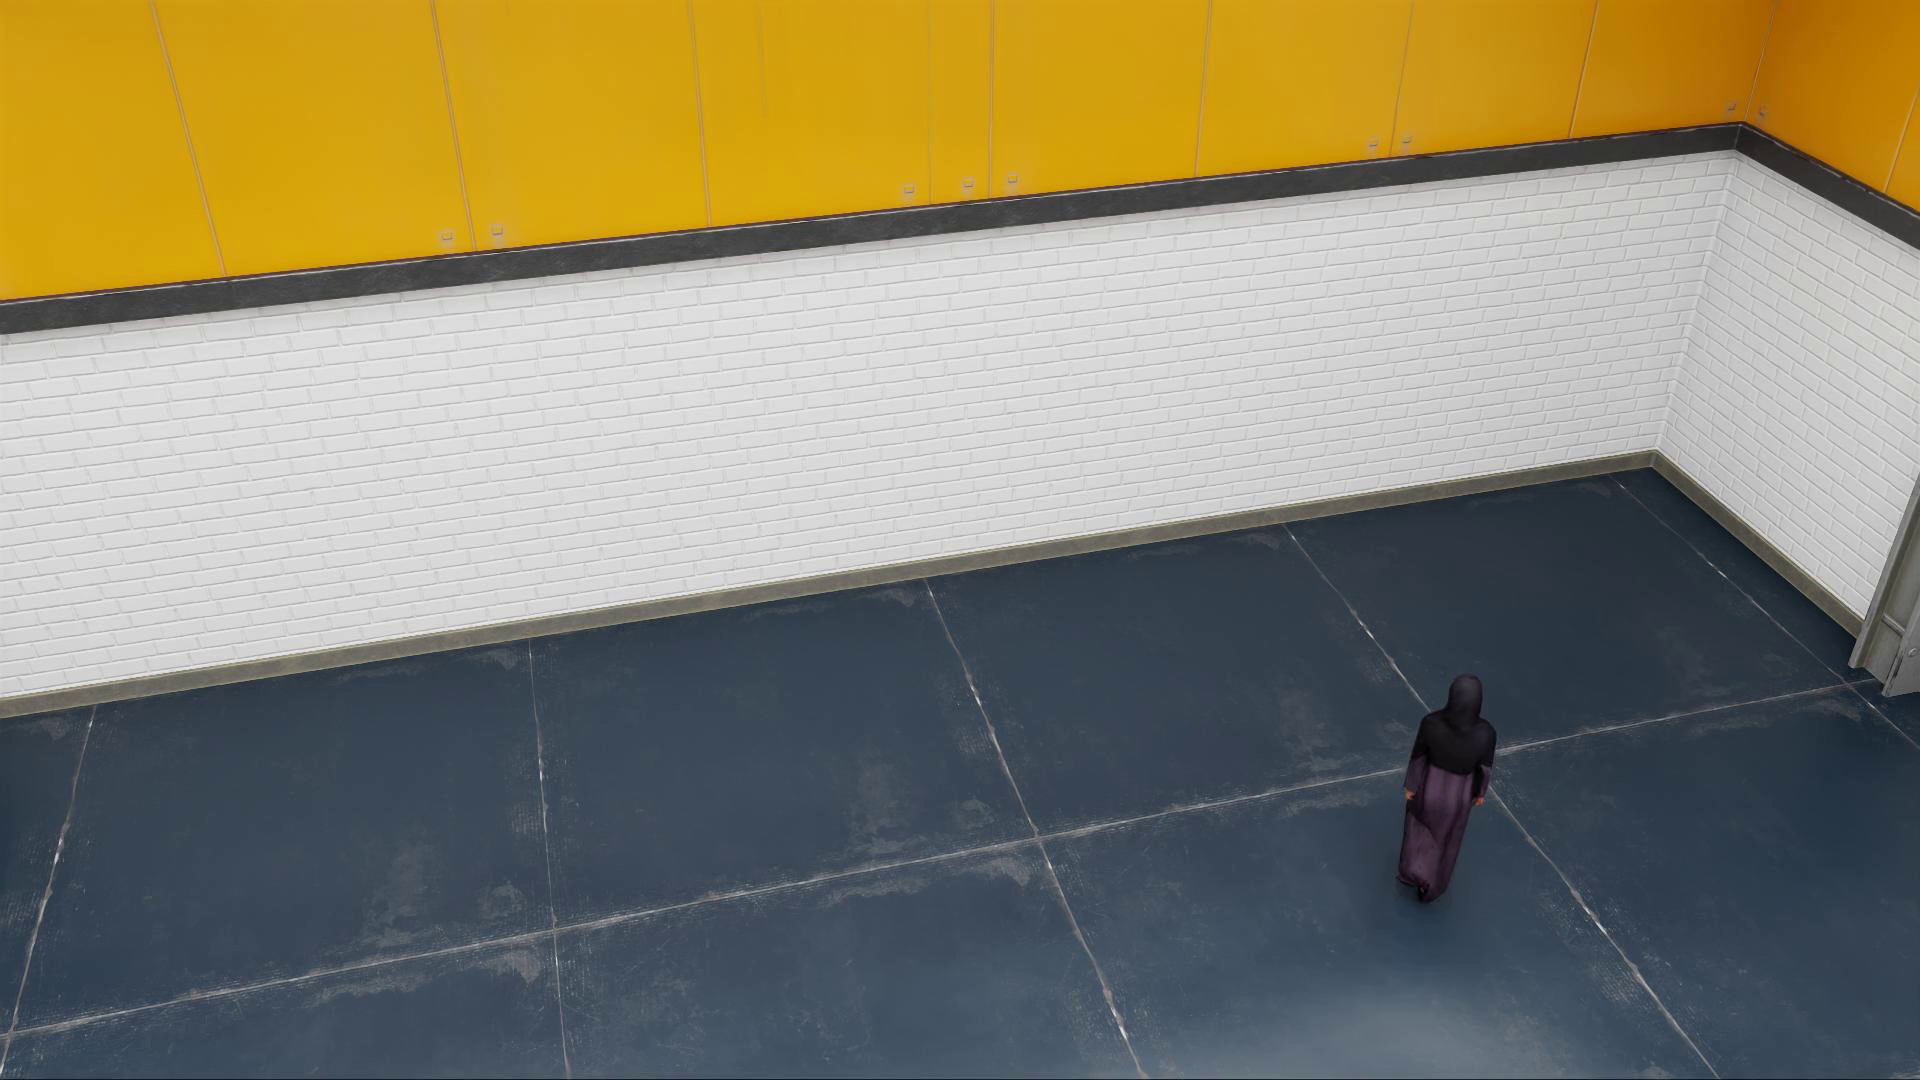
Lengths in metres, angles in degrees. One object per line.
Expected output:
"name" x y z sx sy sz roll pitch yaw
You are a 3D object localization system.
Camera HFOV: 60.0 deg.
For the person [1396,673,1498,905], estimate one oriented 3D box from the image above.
"person" 2.795 1.478 9.636 0.807 1.608 0.877 12 35 17
